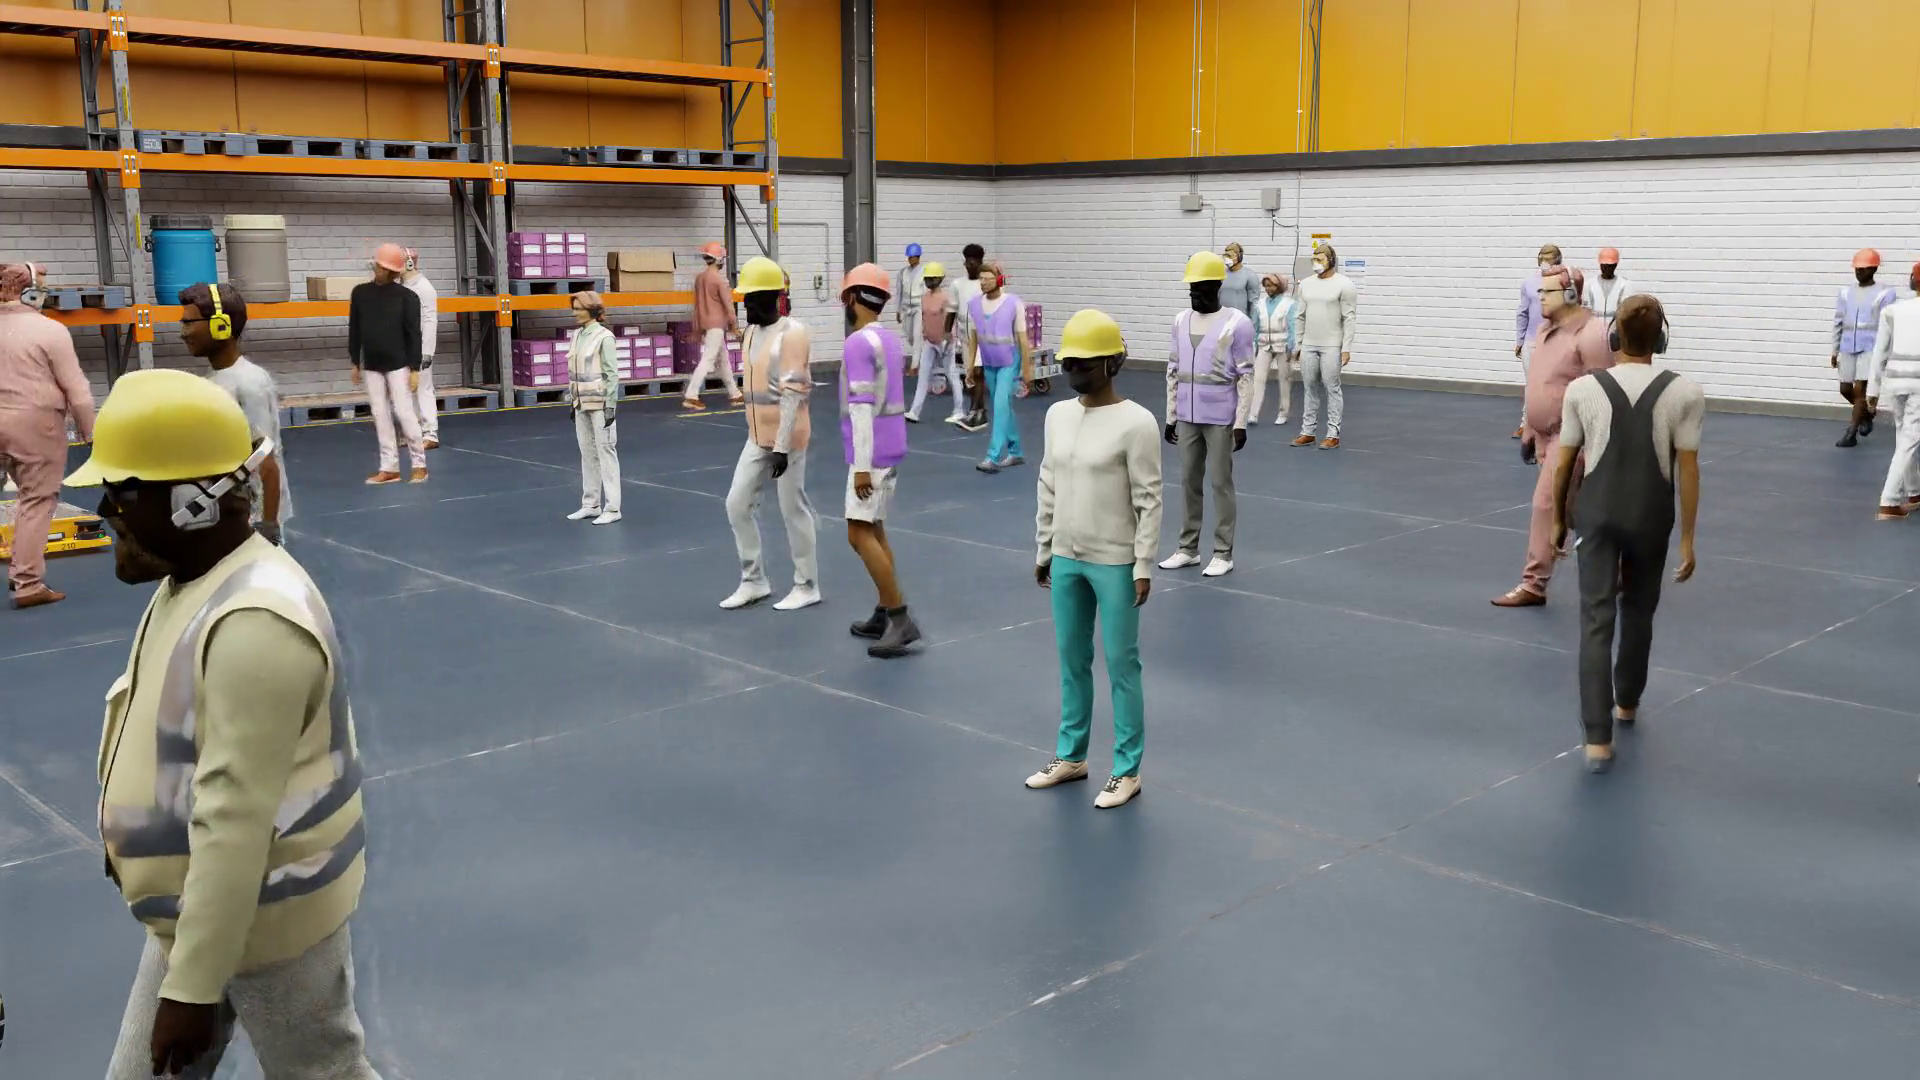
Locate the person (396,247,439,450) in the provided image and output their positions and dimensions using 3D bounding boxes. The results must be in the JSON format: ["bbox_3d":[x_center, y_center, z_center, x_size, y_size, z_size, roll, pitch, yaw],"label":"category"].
[{"bbox_3d":[-5.197,-1.800,15.725,0.407,1.906,0.655,-10,15,-44],"label":"person"}]

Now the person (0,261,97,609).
[{"bbox_3d":[-5.049,-0.575,9.124,0.654,1.880,0.585,3,11,16],"label":"person"}]

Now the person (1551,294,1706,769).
[{"bbox_3d":[2.602,-0.059,6.540,0.533,1.790,0.953,4,11,22],"label":"person"}]

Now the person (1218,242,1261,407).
[{"bbox_3d":[3.134,-2.430,19.069,0.356,1.938,0.638,-10,15,-44],"label":"person"}]

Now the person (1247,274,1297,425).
[{"bbox_3d":[3.291,-1.998,17.608,0.536,1.600,0.796,8,13,37],"label":"person"}]

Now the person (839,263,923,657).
[{"bbox_3d":[-0.392,-0.407,8.194,0.530,1.890,0.694,3,11,15],"label":"person"}]

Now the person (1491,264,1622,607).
[{"bbox_3d":[3.381,-0.566,9.099,0.863,1.876,0.654,-1,10,-8],"label":"person"}]

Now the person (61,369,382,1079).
[{"bbox_3d":[-1.317,0.627,2.768,0.841,1.794,0.610,-8,13,-36],"label":"person"}]

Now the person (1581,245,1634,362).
[{"bbox_3d":[7.111,-2.284,18.356,0.556,1.907,0.522,4,11,20],"label":"person"}]

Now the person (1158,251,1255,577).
[{"bbox_3d":[1.459,-0.746,9.920,0.373,1.925,0.595,-10,15,-44],"label":"person"}]

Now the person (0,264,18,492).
[{"bbox_3d":[-7.586,-1.269,13.143,0.719,1.805,0.449,1,10,4],"label":"person"}]

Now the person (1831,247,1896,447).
[{"bbox_3d":[8.727,-1.858,16.049,0.746,1.916,0.545,-8,13,-36],"label":"person"}]

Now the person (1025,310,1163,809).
[{"bbox_3d":[0.465,0.070,5.916,0.321,1.766,0.535,-10,15,-44],"label":"person"}]

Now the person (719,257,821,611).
[{"bbox_3d":[-1.041,-0.541,8.882,0.685,1.904,0.602,-9,14,-40],"label":"person"}]

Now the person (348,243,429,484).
[{"bbox_3d":[-4.645,-1.418,13.548,0.668,1.957,0.451,3,11,16],"label":"person"}]

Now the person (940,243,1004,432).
[{"bbox_3d":[0.094,-2.073,17.141,0.624,1.930,0.911,7,12,32],"label":"person"}]

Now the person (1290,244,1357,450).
[{"bbox_3d":[3.444,-1.830,15.801,0.356,1.938,0.638,-10,15,-44],"label":"person"}]

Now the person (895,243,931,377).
[{"bbox_3d":[-0.622,-3.343,24.124,0.623,1.922,0.870,5,11,24],"label":"person"}]

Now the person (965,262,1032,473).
[{"bbox_3d":[0.303,-1.479,14.305,0.566,1.791,0.899,9,14,42],"label":"person"}]

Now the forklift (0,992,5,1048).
[{"bbox_3d":[-3.245,0.323,3.363,2.313,2.155,1.214,2,11,13],"label":"forklift"}]

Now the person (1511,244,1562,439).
[{"bbox_3d":[5.788,-1.947,16.441,0.356,1.937,0.638,-10,15,-44],"label":"person"}]

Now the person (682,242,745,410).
[{"bbox_3d":[-2.882,-2.504,19.469,1.024,1.947,0.623,-7,13,-35],"label":"person"}]

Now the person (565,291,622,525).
[{"bbox_3d":[-2.580,-0.928,11.703,0.307,1.636,0.525,-10,15,-44],"label":"person"}]

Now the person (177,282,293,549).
[{"bbox_3d":[-2.683,-0.043,6.364,0.430,1.853,0.571,-9,13,-39],"label":"person"}]

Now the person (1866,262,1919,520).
[{"bbox_3d":[6.940,-1.078,11.956,0.959,1.838,0.586,-6,12,-28],"label":"person"}]

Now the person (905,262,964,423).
[{"bbox_3d":[-0.279,-2.098,17.801,0.872,1.725,0.550,-10,14,-42],"label":"person"}]

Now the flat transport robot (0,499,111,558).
[{"bbox_3d":[-6.170,-0.100,10.916,0.652,0.197,1.431,-10,15,-44],"label":"flat transport robot"}]

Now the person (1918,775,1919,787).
[{"bbox_3d":[3.878,-0.053,5.833,0.922,2.000,0.681,-7,13,-34],"label":"person"}]
